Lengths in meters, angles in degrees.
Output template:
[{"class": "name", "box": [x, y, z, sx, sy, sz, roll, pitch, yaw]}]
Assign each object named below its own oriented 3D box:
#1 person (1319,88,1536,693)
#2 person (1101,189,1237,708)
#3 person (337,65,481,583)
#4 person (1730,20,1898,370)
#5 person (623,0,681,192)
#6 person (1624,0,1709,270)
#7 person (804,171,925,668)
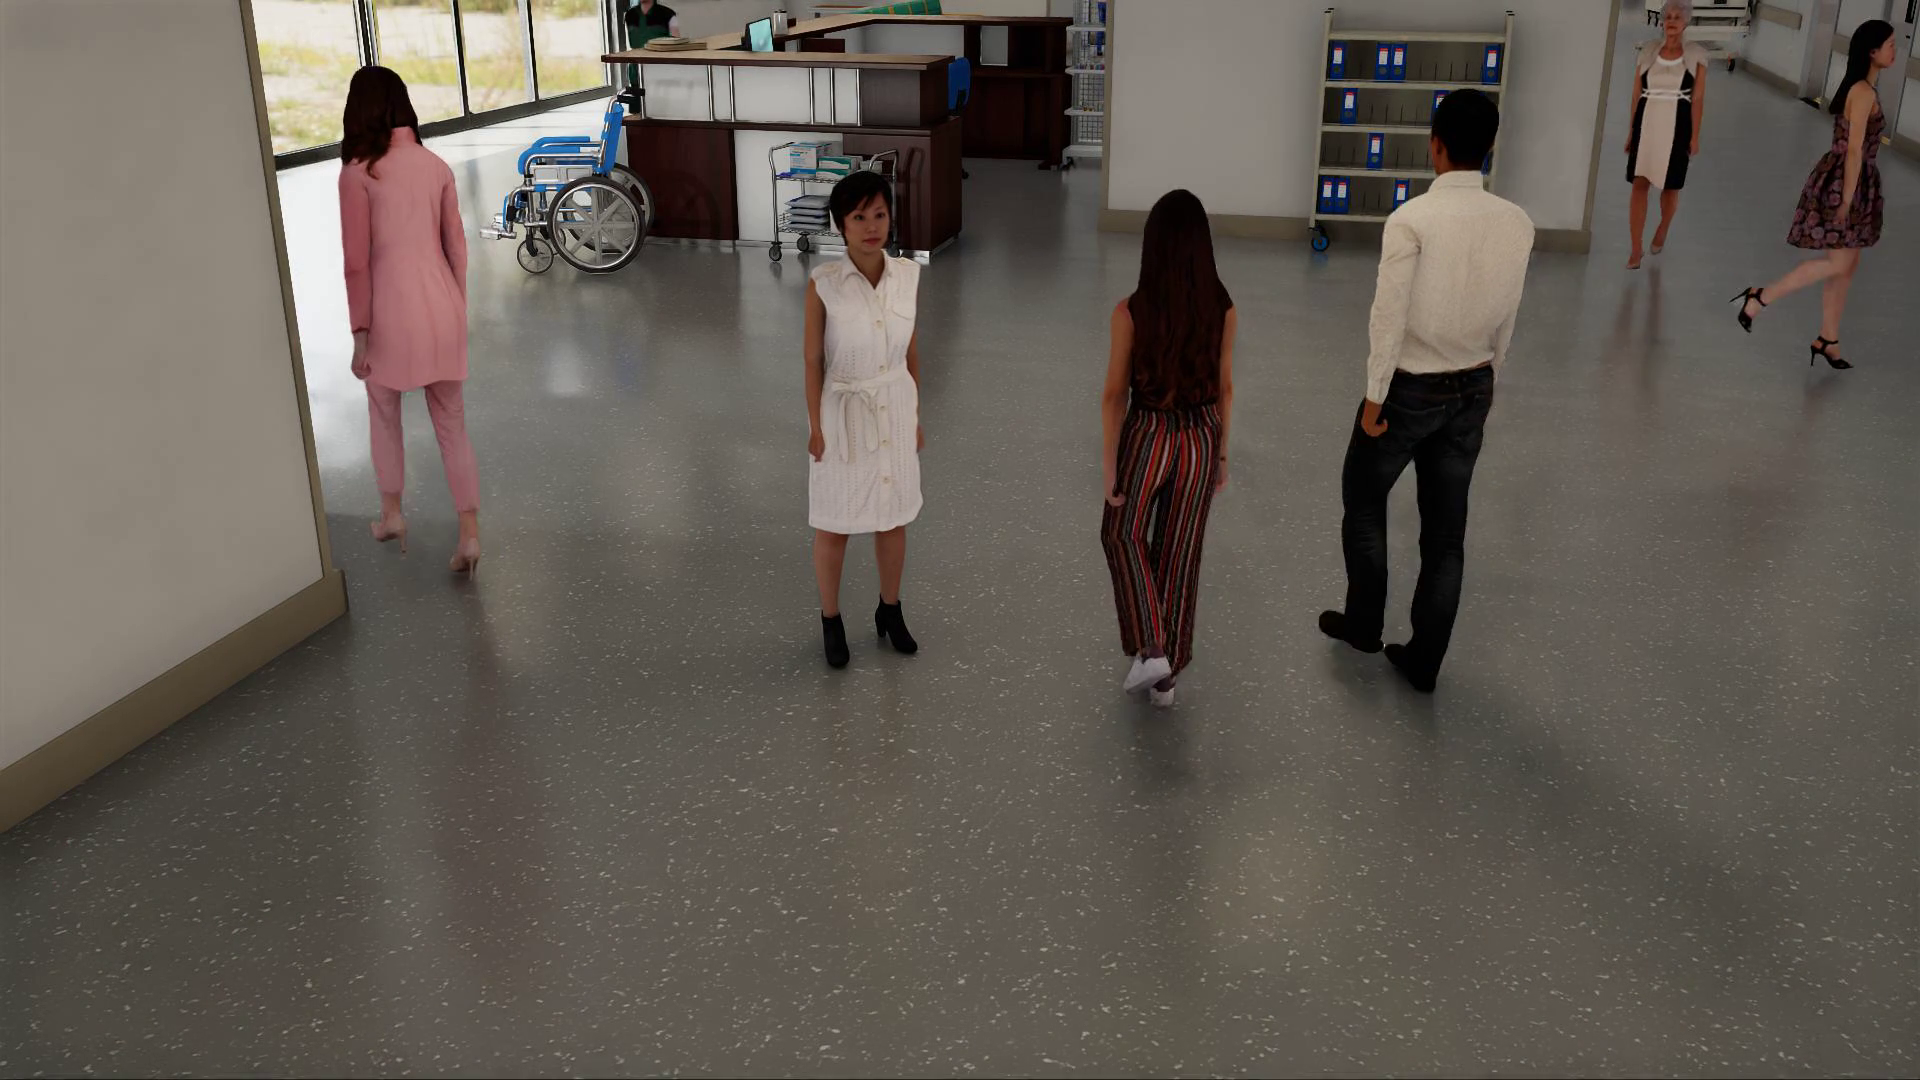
[{"class": "person", "box": [1.439, -0.390, 4.918, 0.851, 1.800, 0.907, -5, 21, -13]}, {"class": "person", "box": [0.623, -0.216, 4.806, 0.729, 1.555, 0.737, -1, 21, -4]}, {"class": "person", "box": [-1.862, -0.699, 5.776, 0.958, 1.770, 1.054, -17, 26, -37]}, {"class": "person", "box": [4.438, -1.735, 8.524, 0.863, 1.762, 0.615, 5, 21, 14]}, {"class": "person", "box": [-2.505, -3.781, 13.871, 1.033, 1.800, 0.735, 6, 22, 16]}, {"class": "person", "box": [4.704, -2.681, 11.082, 1.070, 1.720, 0.901, 12, 24, 29]}, {"class": "person", "box": [-0.300, -0.373, 5.218, 0.630, 1.556, 0.701, -10, 23, -24]}]
